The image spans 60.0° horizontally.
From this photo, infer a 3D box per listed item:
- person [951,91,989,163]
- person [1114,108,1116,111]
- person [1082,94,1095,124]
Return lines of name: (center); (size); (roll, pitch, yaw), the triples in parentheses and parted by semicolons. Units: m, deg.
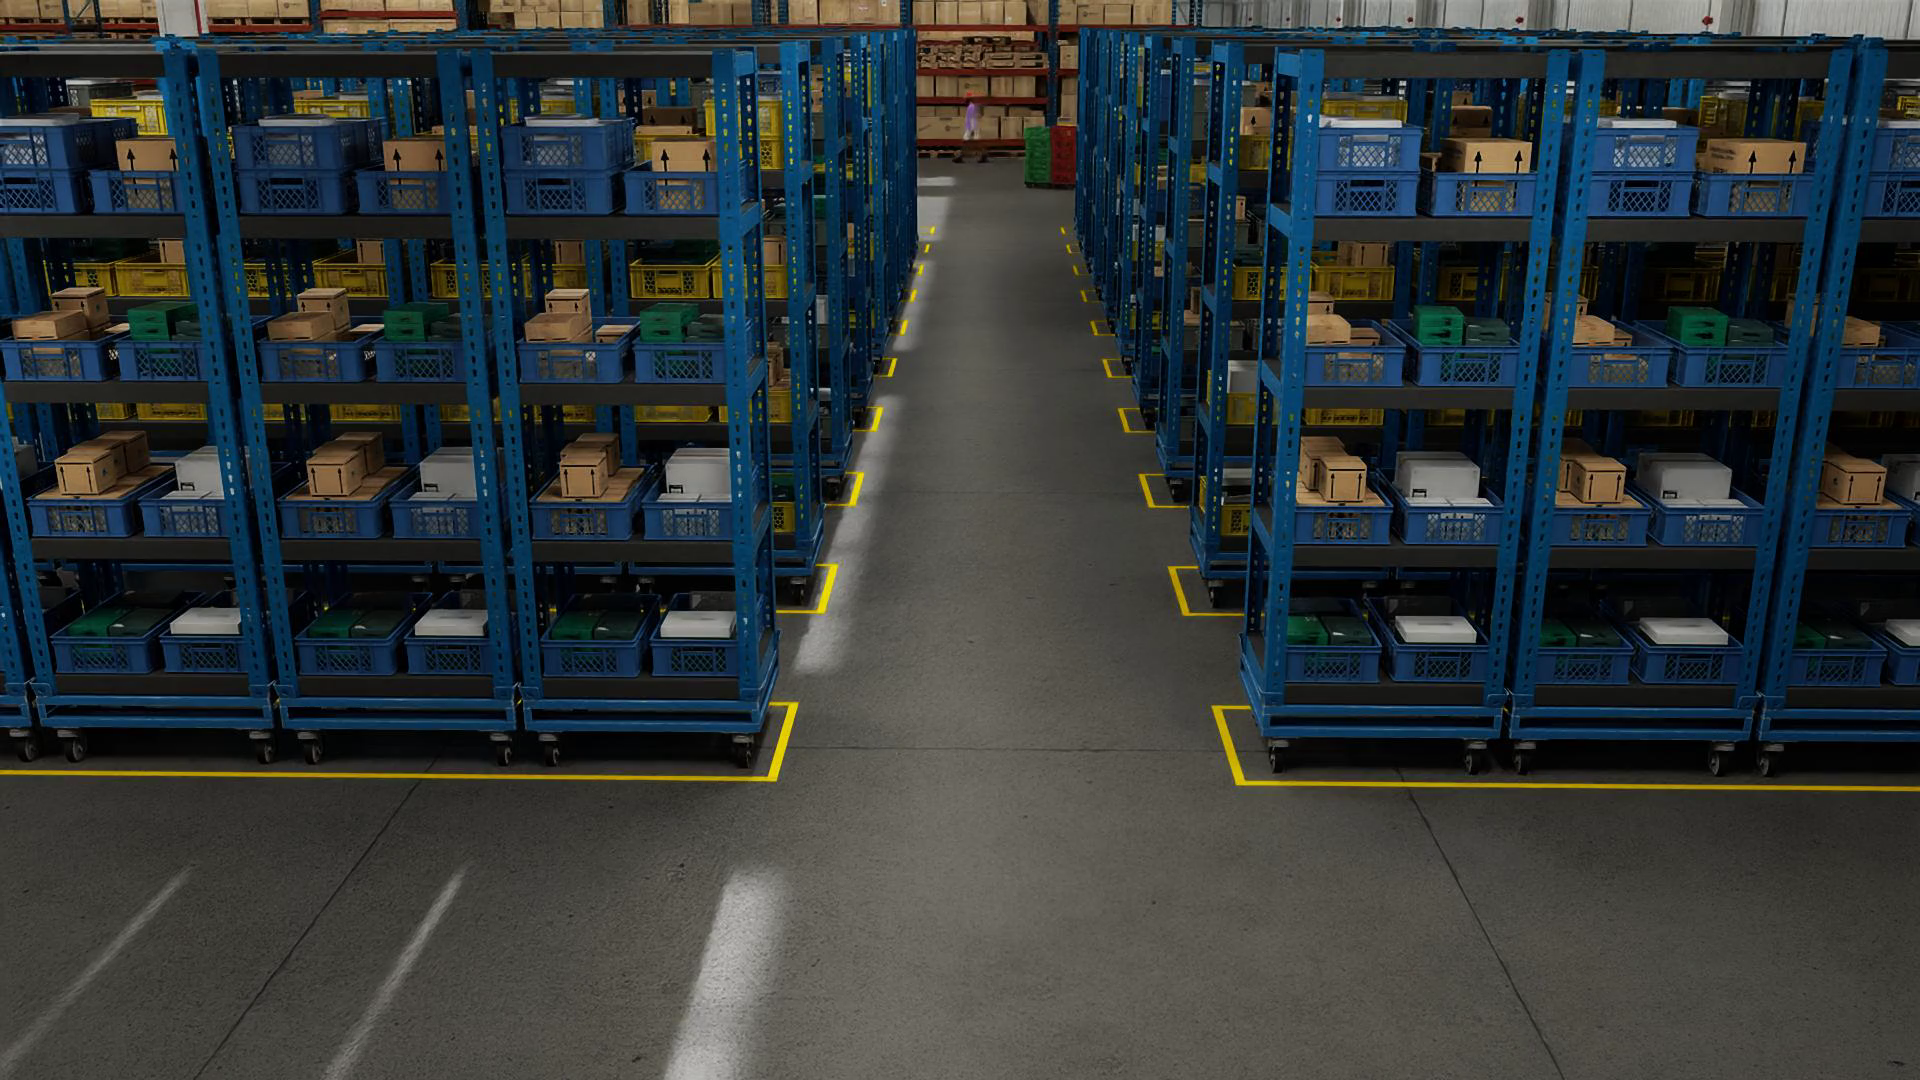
person: (0.311, -10.979, 44.266); (0.999, 1.893, 0.562); (1, 17, 4)
person: (4.136, -11.133, 44.956); (0.322, 1.765, 0.533); (1, 17, 3)
person: (3.321, -10.508, 42.584); (0.623, 1.992, 0.396); (-2, 17, -5)
